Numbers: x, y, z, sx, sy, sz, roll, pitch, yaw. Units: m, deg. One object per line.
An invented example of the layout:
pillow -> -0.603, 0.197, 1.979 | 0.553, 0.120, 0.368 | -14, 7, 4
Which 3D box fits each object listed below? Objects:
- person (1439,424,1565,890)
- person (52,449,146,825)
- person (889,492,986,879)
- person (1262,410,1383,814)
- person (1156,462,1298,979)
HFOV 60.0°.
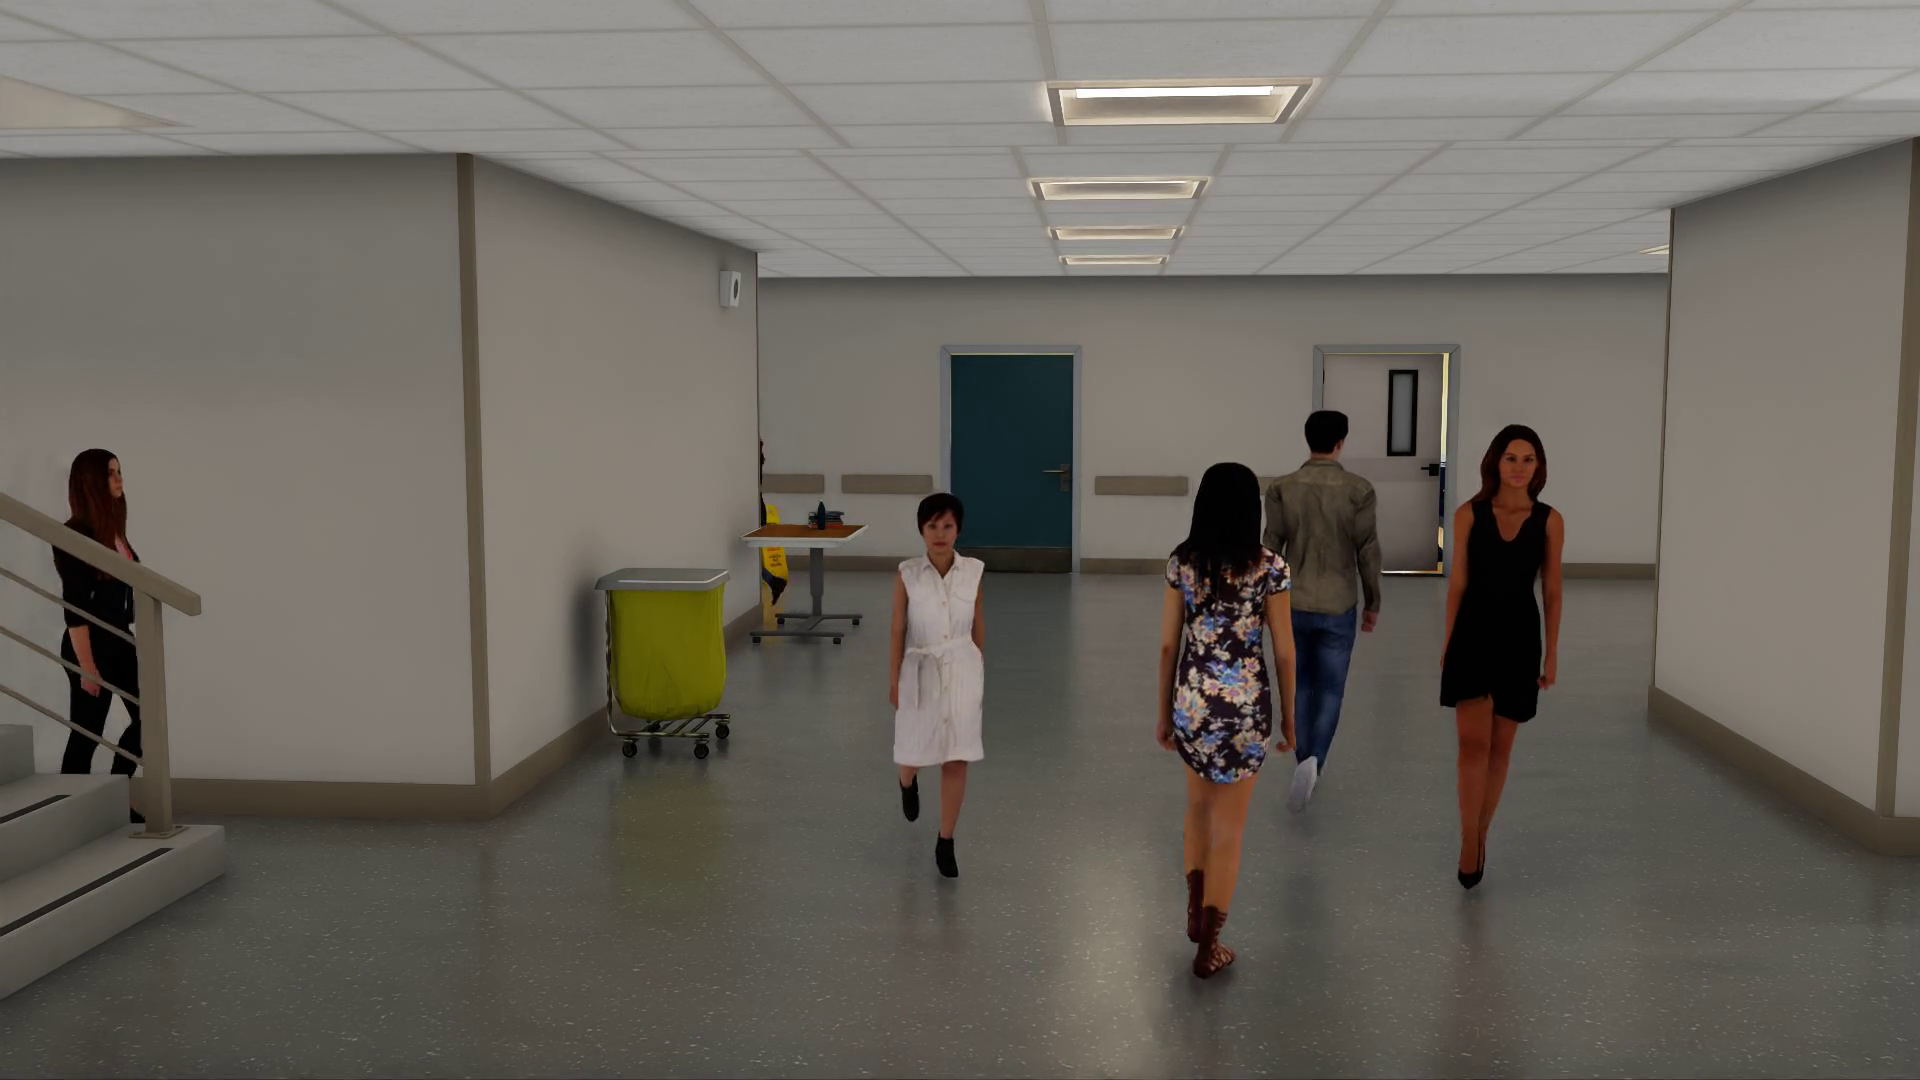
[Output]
person -> 2.111, 0.468, 6.528 | 0.619, 1.817, 0.692 | 1, 6, 14
person -> -3.761, 0.469, 7.096 | 0.608, 1.701, 0.635 | 0, 6, 2
person -> -0.096, 0.578, 6.825 | 0.834, 1.539, 0.740 | -1, 6, -9
person -> 1.646, 0.340, 7.717 | 1.146, 1.835, 0.985 | 2, 6, 21
person -> 0.846, 0.615, 5.546 | 0.675, 1.721, 0.764 | 3, 6, 26
